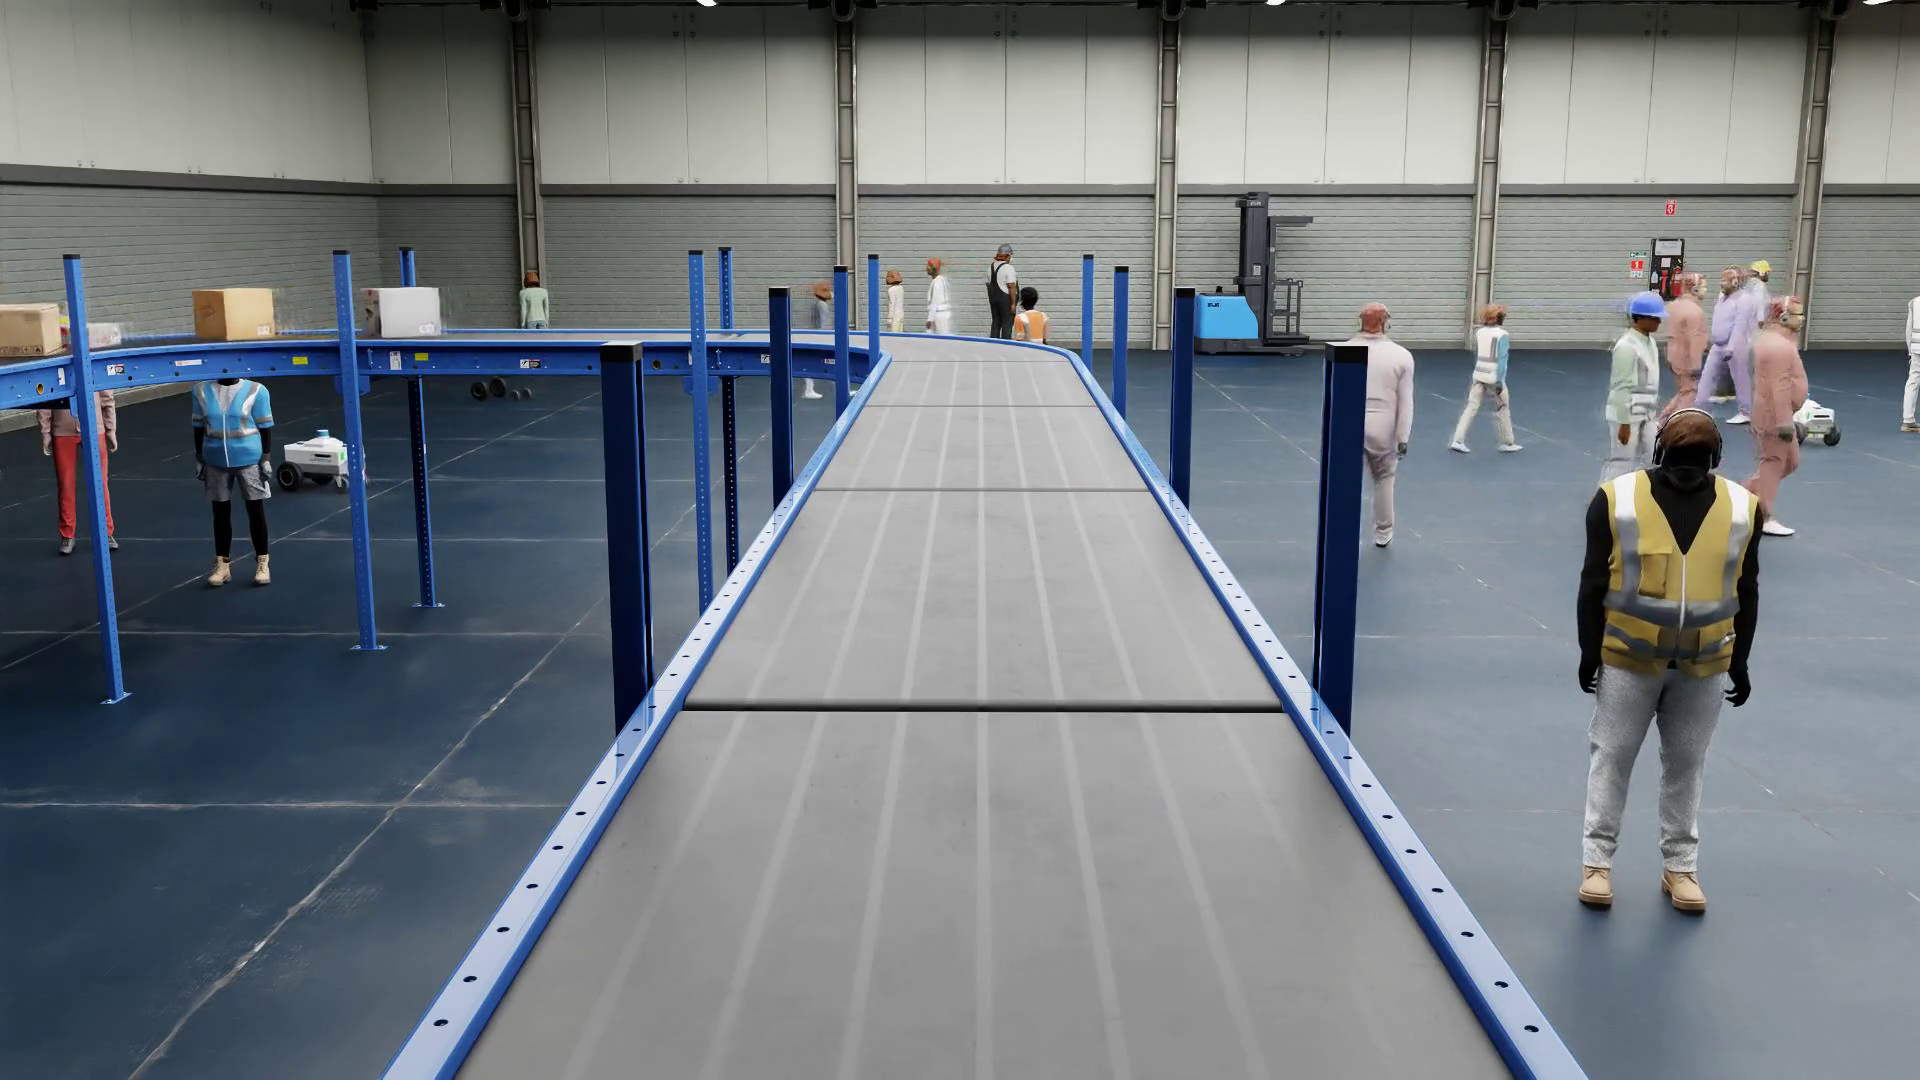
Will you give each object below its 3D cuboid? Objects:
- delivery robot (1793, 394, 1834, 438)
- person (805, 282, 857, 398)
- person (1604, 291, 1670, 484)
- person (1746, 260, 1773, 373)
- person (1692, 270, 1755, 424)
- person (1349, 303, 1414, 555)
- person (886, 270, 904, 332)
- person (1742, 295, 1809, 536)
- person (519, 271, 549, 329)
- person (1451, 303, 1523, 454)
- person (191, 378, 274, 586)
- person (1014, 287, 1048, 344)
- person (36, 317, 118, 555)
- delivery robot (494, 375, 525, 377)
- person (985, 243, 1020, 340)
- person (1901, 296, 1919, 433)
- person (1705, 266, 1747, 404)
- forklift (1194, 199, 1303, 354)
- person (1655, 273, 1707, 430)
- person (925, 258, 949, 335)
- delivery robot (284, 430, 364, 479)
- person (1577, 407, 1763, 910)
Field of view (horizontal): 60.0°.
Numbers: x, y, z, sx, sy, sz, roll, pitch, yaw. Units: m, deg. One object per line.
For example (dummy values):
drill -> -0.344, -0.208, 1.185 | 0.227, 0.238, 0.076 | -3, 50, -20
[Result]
delivery robot -> 9.418, -1.392, 18.577 | 0.477, 0.478, 0.707 | -1, 11, -4
person -> -1.810, -2.769, 23.092 | 0.789, 1.600, 0.506 | -4, 12, -20
person -> 5.251, -0.963, 12.948 | 0.457, 1.928, 0.639 | 10, 15, 41
person -> 12.792, -3.611, 26.882 | 0.697, 1.808, 0.600 | 3, 12, 17
person -> 9.221, -2.329, 20.164 | 0.965, 1.863, 0.646 | -2, 11, -10
person -> 3.032, -0.815, 12.372 | 0.647, 1.871, 0.925 | 3, 11, 16
person -> -1.079, -3.652, 27.542 | 0.279, 1.634, 0.497 | 4, 12, 20
person -> 6.450, -0.977, 13.126 | 0.453, 1.890, 0.652 | 5, 12, 24
person -> -6.823, -3.482, 26.670 | 0.499, 1.633, 0.285 | -9, 14, -38
person -> 5.601, -1.708, 17.648 | 0.851, 1.596, 0.530 | -5, 12, -23
person -> -4.952, -0.532, 11.346 | 0.529, 1.697, 0.321 | -1, 11, -7
person -> 0.822, -2.105, 19.470 | 0.376, 1.687, 0.563 | 10, 15, 43
person -> -6.605, -0.784, 12.465 | 0.532, 1.768, 0.311 | -6, 13, -29
delivery robot -> -6.334, -2.382, 22.993 | 0.698, 0.223, 0.335 | 4, 12, 21
person -> 0.801, -4.191, 29.373 | 0.536, 2.000, 0.688 | -9, 14, -38
person -> 11.291, -2.191, 19.395 | 0.355, 1.882, 0.575 | -3, 11, -16
person -> 10.378, -2.775, 22.491 | 0.506, 1.846, 0.346 | -7, 13, -31
forklift -> 5.313, -4.851, 30.603 | 1.873, 2.768, 1.129 | 0, 11, 1
person -> 7.980, -1.970, 18.238 | 0.433, 1.888, 0.666 | 1, 11, 4
person -> -0.489, -3.487, 26.136 | 0.924, 1.843, 0.611 | -1, 11, -4
delivery robot -> -5.896, -0.780, 15.432 | 0.707, 0.478, 0.477 | 4, 12, 19
person -> 2.556, 0.433, 6.034 | 0.619, 1.838, 0.430 | 2, 11, 11
